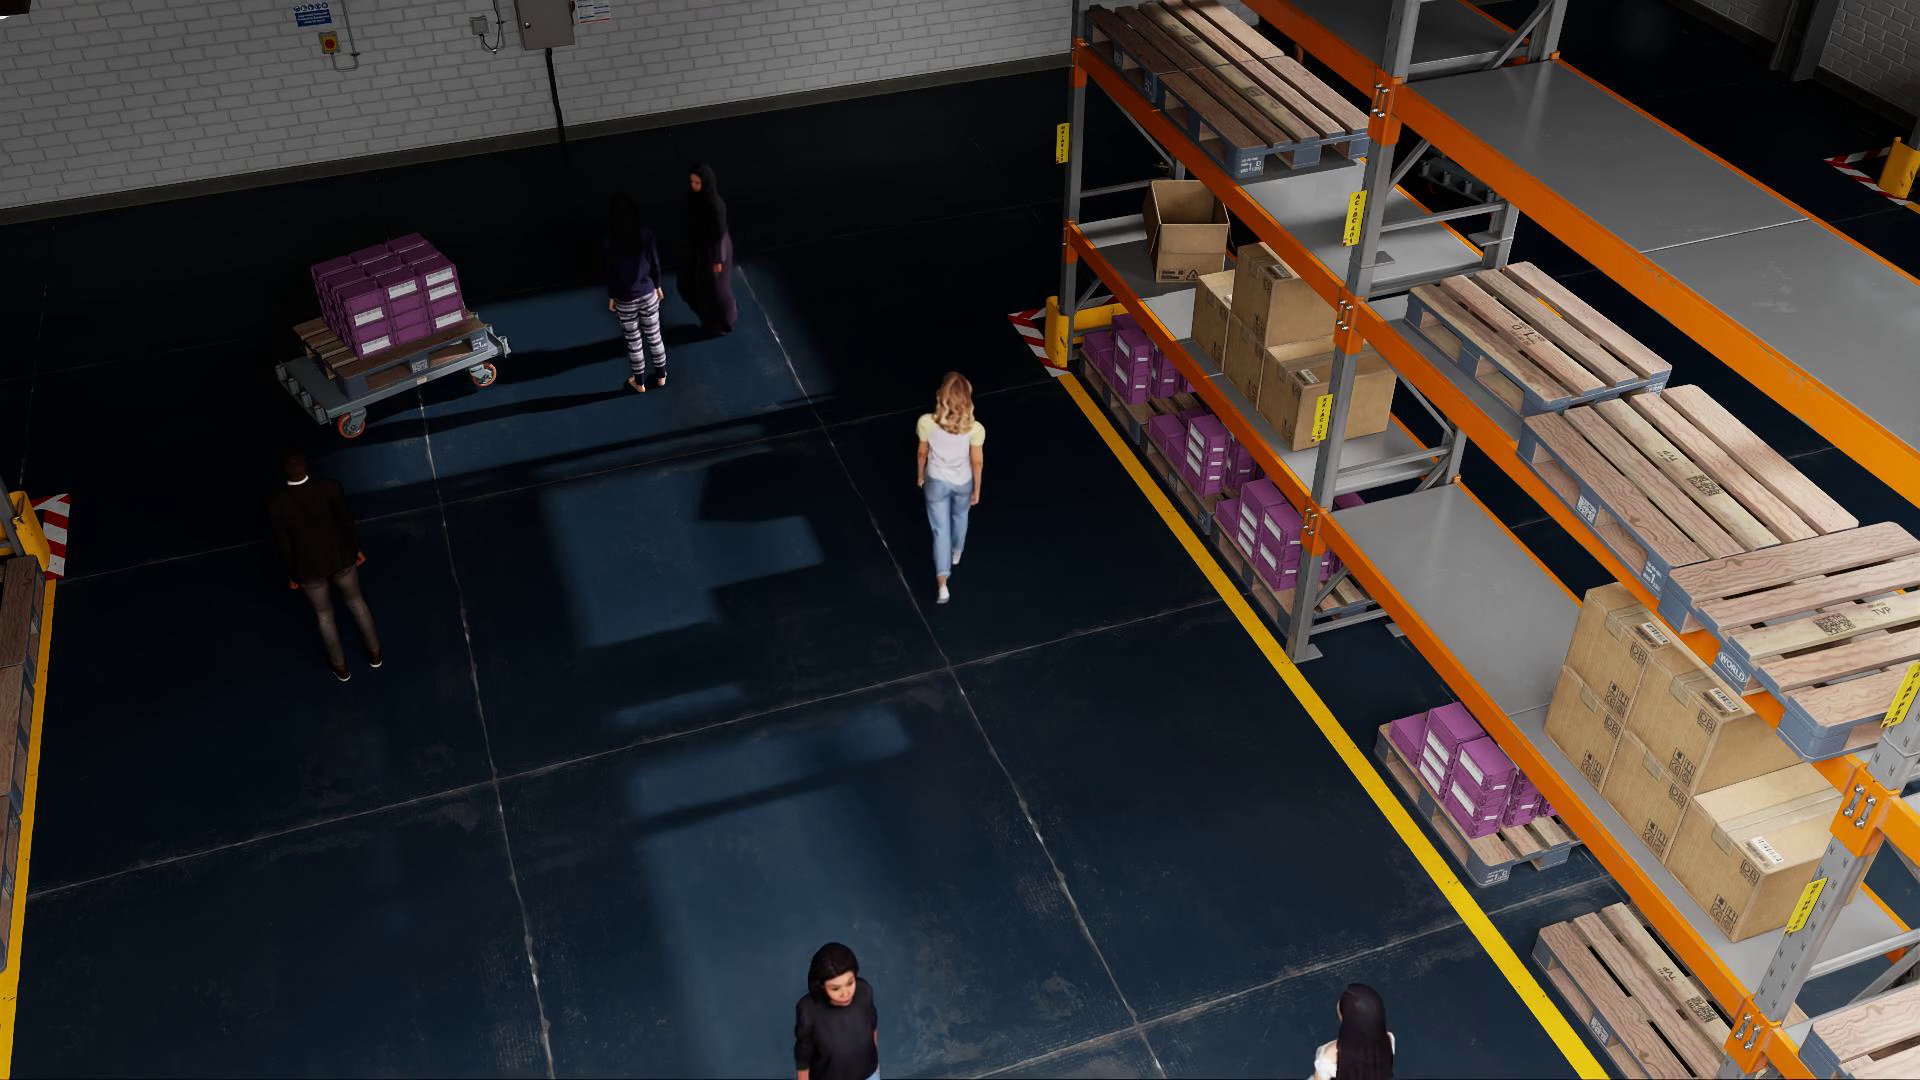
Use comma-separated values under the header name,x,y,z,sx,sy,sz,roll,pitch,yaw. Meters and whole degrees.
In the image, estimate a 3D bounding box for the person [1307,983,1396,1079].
name,x,y,z,sx,sy,sz,roll,pitch,yaw
person,1.735,2.674,7.436,0.646,1.764,0.767,-10,40,-12

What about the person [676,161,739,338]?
name,x,y,z,sx,sy,sz,roll,pitch,yaw
person,-2.051,-2.481,14.017,0.823,1.606,0.781,-27,46,-30

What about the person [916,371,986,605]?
name,x,y,z,sx,sy,sz,roll,pitch,yaw
person,-0.079,-0.331,11.255,0.889,1.694,1.185,1,39,1

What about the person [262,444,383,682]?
name,x,y,z,sx,sy,sz,roll,pitch,yaw
person,-4.044,0.138,10.583,0.706,1.800,0.643,-23,44,-26

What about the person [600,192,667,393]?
name,x,y,z,sx,sy,sz,roll,pitch,yaw
person,-2.600,-1.978,13.286,0.626,1.733,0.536,-17,42,-20

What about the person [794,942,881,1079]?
name,x,y,z,sx,sy,sz,roll,pitch,yaw
person,-0.598,2.434,7.823,0.601,1.656,1.112,-14,41,-16
